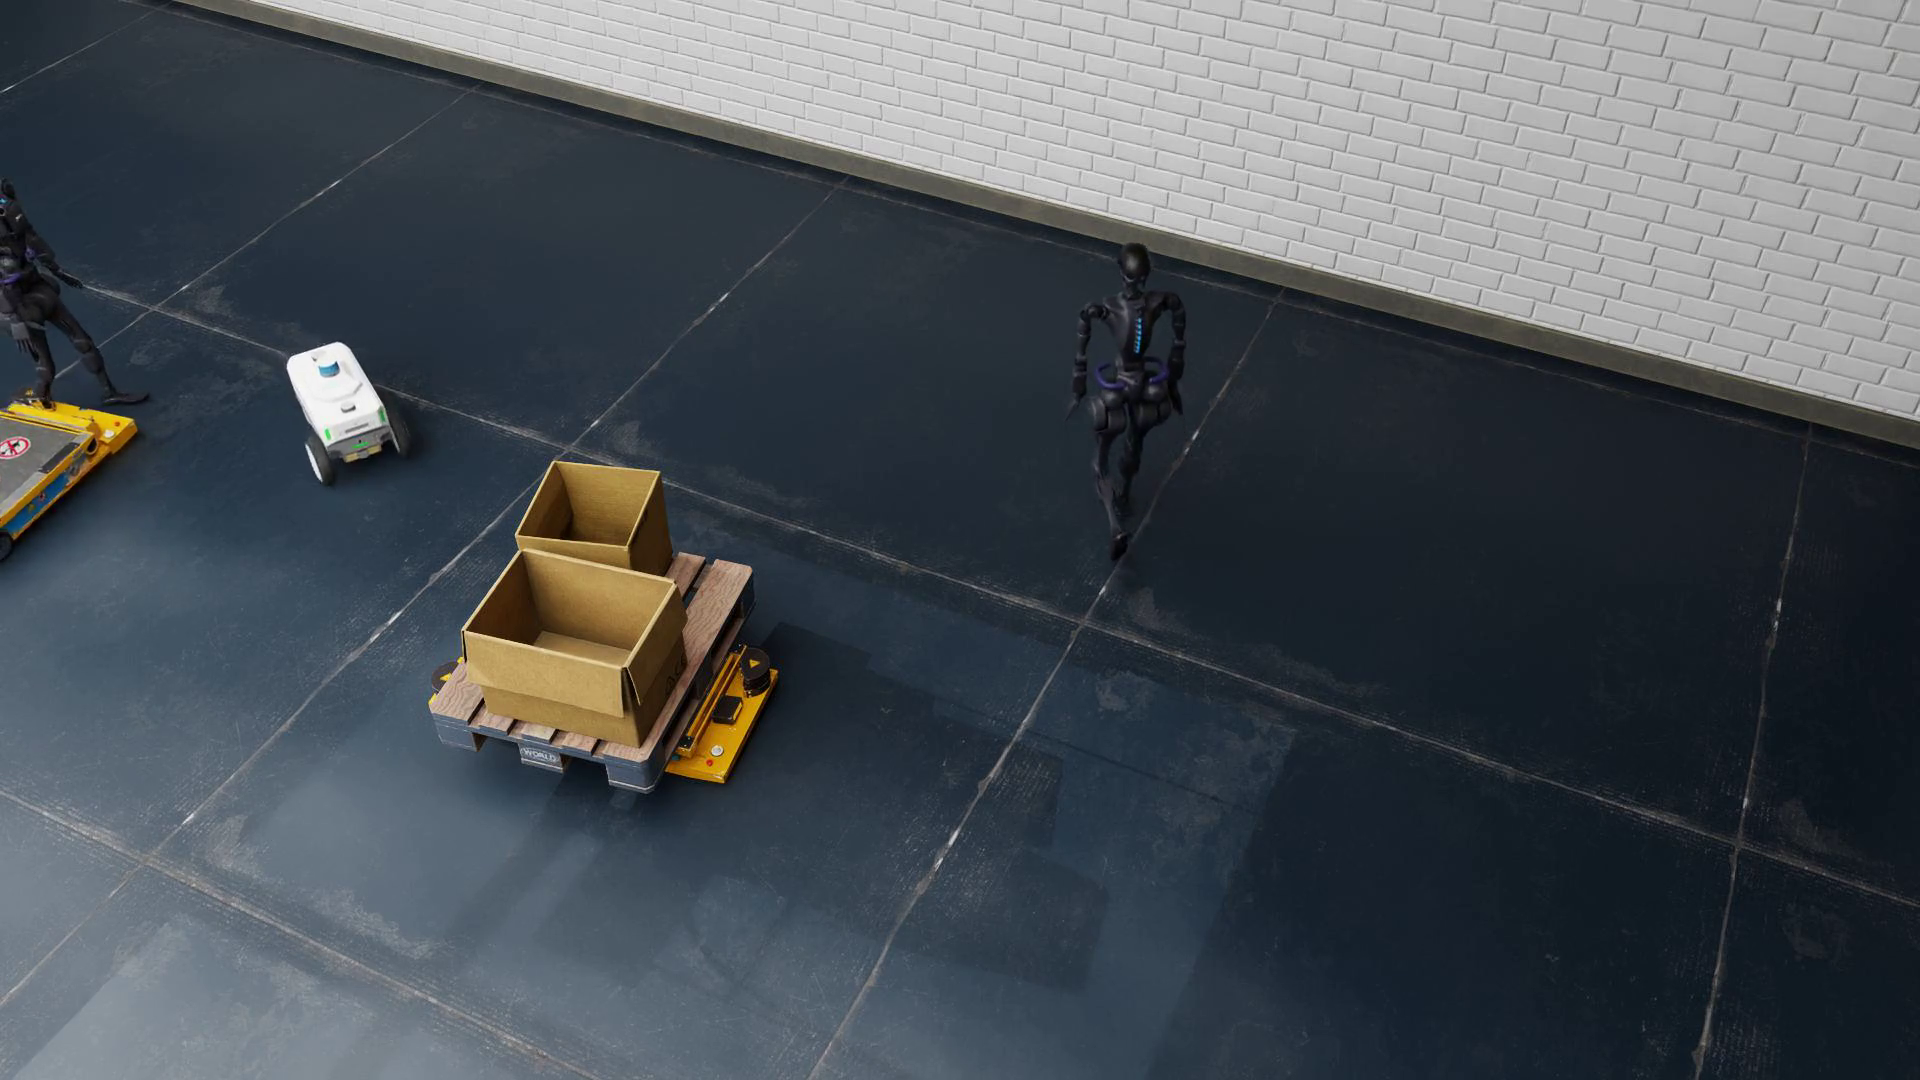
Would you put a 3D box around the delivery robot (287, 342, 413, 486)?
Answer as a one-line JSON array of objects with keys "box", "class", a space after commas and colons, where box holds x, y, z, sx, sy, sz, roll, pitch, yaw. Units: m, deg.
[{"box": [-3.264, -0.685, 8.798, 0.499, 0.614, 0.791, -23, 48, -23], "class": "delivery robot"}]

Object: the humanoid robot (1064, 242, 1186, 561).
[{"box": [0.825, -0.662, 7.945, 0.590, 1.631, 0.633, -8, 43, -9], "class": "humanoid robot"}]

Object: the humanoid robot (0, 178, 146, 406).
[{"box": [-4.822, -1.289, 8.623, 0.606, 1.644, 0.600, -1, 43, -1], "class": "humanoid robot"}]

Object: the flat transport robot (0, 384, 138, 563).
[{"box": [-4.975, -0.257, 8.532, 0.659, 0.231, 1.431, 12, 44, 13], "class": "flat transport robot"}]

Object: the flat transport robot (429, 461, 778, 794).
[{"box": [-1.615, 0.662, 7.541, 1.431, 0.231, 0.659, 11, 44, 12], "class": "flat transport robot"}]
